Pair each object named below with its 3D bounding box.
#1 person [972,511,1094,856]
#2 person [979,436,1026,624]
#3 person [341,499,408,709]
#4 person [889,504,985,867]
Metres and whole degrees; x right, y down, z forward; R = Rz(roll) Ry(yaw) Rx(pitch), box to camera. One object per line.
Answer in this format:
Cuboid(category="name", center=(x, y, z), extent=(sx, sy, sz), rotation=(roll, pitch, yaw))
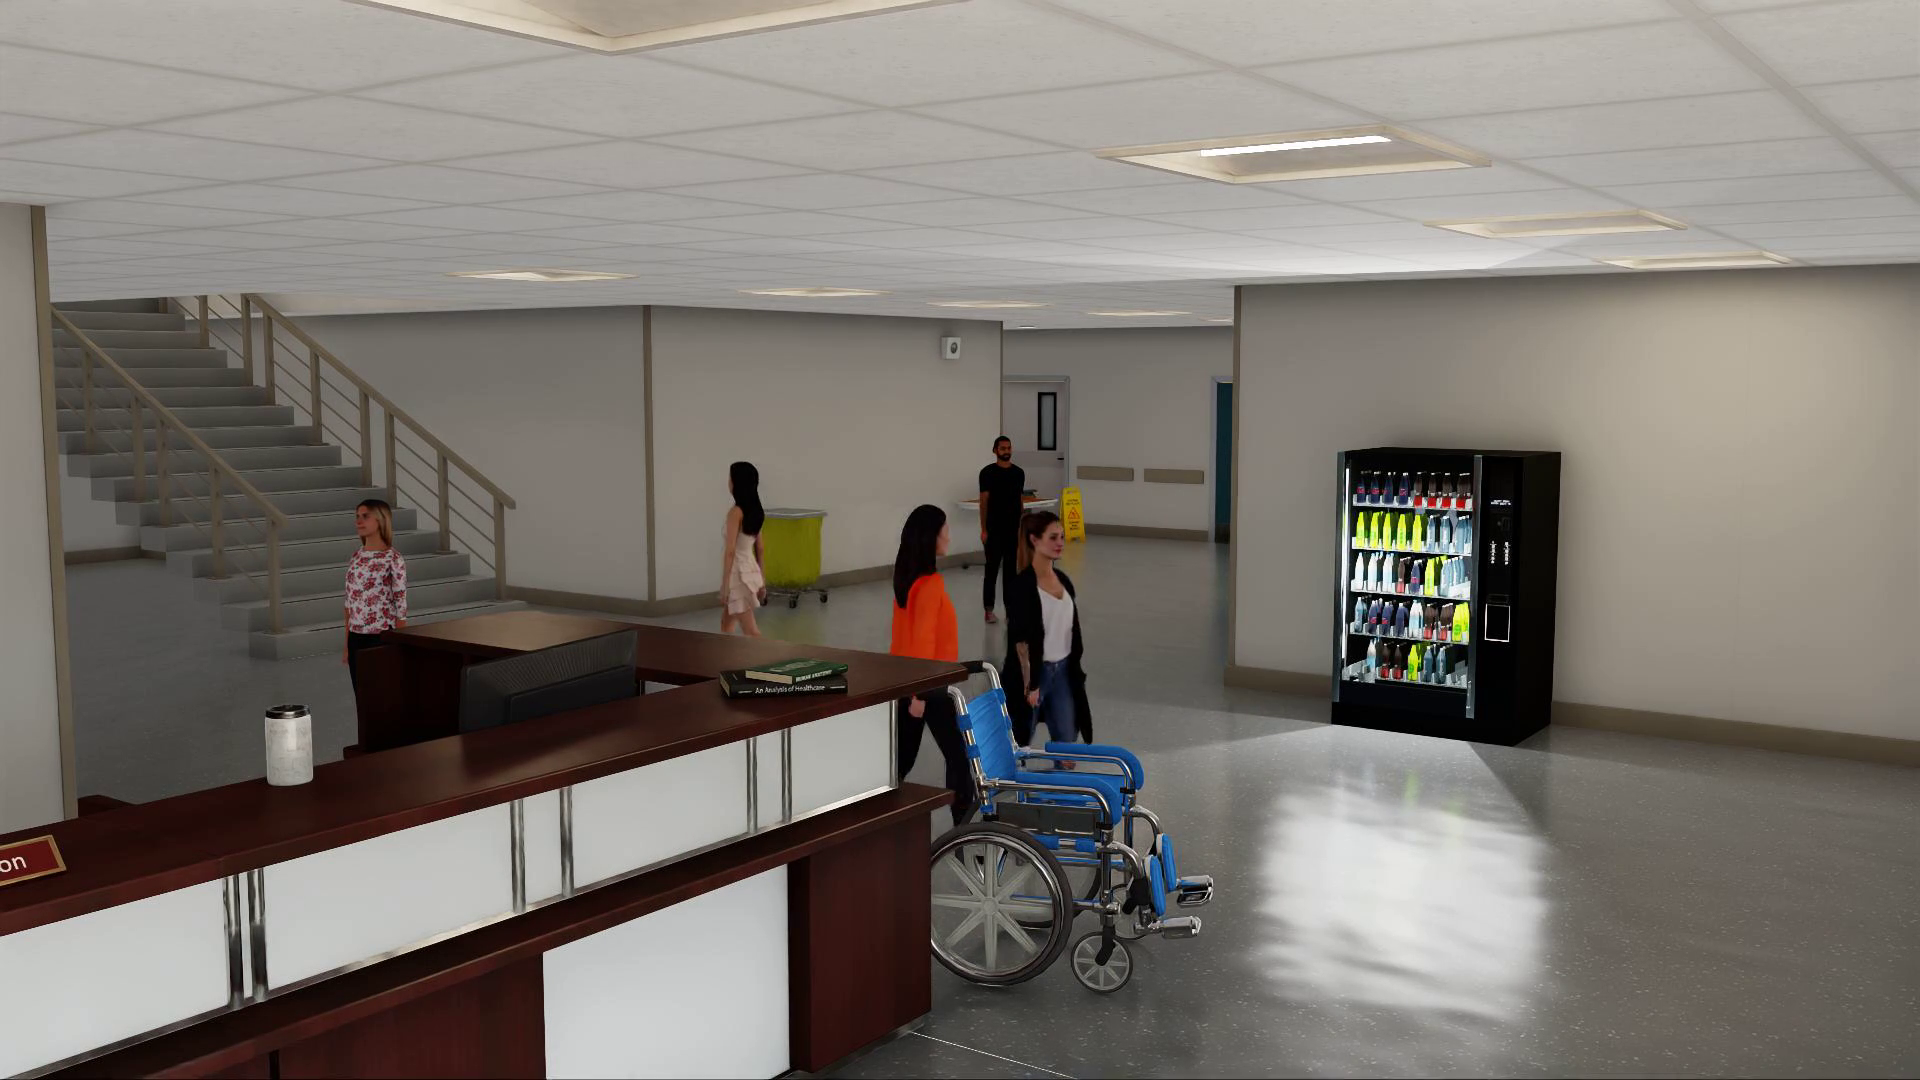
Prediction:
Cuboid(category="person", center=(0.326, 0.702, 8.180), extent=(0.817, 1.660, 1.107), rotation=(-5, 7, -39))
Cuboid(category="person", center=(0.402, -0.105, 15.715), extent=(0.721, 1.758, 0.731), rotation=(-3, 6, -26))
Cuboid(category="person", center=(-3.357, 0.573, 9.592), extent=(0.523, 1.634, 0.667), rotation=(2, 6, 22))
Cuboid(category="person", center=(-0.278, 0.713, 7.750), extent=(0.971, 1.724, 0.937), rotation=(-2, 6, -17))
